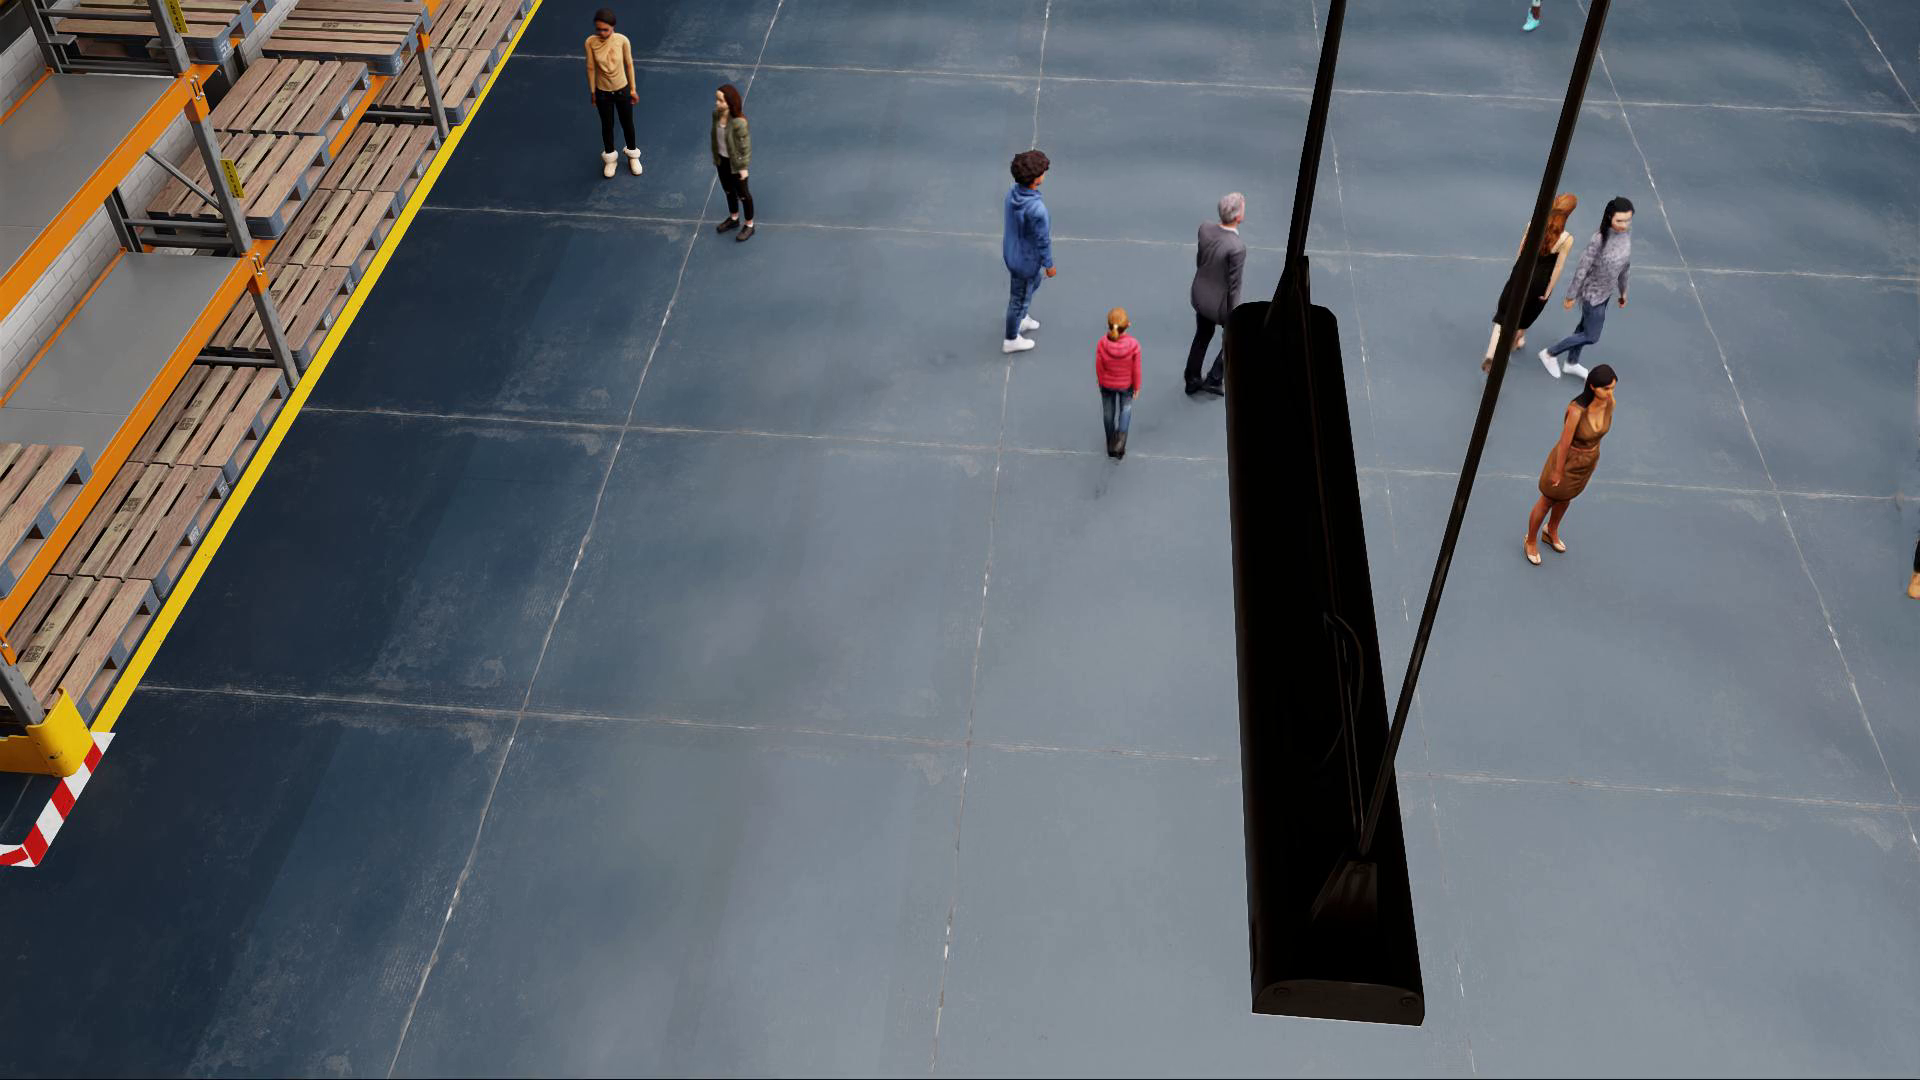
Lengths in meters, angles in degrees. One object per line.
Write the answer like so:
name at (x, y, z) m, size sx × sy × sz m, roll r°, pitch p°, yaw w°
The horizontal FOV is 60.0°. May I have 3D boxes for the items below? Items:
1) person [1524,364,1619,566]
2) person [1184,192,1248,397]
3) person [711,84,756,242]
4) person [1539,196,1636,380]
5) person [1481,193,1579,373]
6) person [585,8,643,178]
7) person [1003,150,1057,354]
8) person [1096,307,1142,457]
person at (4.301, -0.545, 11.685) m, size 0.643 × 1.690 × 0.667 m, roll -20°, pitch 47°, yaw -20°
person at (1.948, -1.850, 12.960) m, size 0.916 × 1.821 × 0.820 m, roll -23°, pitch 48°, yaw -22°
person at (-2.024, -3.376, 14.812) m, size 0.657 × 1.475 × 0.684 m, roll 31°, pitch 52°, yaw 28°
person at (4.957, -2.000, 13.187) m, size 0.775 × 1.724 × 0.834 m, roll -34°, pitch 53°, yaw -31°
person at (4.542, -2.034, 13.319) m, size 0.902 × 1.590 × 1.075 m, roll 25°, pitch 49°, yaw 24°
person at (-3.246, -4.205, 15.551) m, size 0.647 × 1.657 × 0.618 m, roll -6°, pitch 44°, yaw -6°
person at (0.444, -2.285, 13.437) m, size 0.857 × 1.792 × 0.748 m, roll -14°, pitch 45°, yaw -14°
person at (1.173, -1.140, 12.589) m, size 0.530 × 1.304 × 0.605 m, roll 9°, pitch 44°, yaw 9°
